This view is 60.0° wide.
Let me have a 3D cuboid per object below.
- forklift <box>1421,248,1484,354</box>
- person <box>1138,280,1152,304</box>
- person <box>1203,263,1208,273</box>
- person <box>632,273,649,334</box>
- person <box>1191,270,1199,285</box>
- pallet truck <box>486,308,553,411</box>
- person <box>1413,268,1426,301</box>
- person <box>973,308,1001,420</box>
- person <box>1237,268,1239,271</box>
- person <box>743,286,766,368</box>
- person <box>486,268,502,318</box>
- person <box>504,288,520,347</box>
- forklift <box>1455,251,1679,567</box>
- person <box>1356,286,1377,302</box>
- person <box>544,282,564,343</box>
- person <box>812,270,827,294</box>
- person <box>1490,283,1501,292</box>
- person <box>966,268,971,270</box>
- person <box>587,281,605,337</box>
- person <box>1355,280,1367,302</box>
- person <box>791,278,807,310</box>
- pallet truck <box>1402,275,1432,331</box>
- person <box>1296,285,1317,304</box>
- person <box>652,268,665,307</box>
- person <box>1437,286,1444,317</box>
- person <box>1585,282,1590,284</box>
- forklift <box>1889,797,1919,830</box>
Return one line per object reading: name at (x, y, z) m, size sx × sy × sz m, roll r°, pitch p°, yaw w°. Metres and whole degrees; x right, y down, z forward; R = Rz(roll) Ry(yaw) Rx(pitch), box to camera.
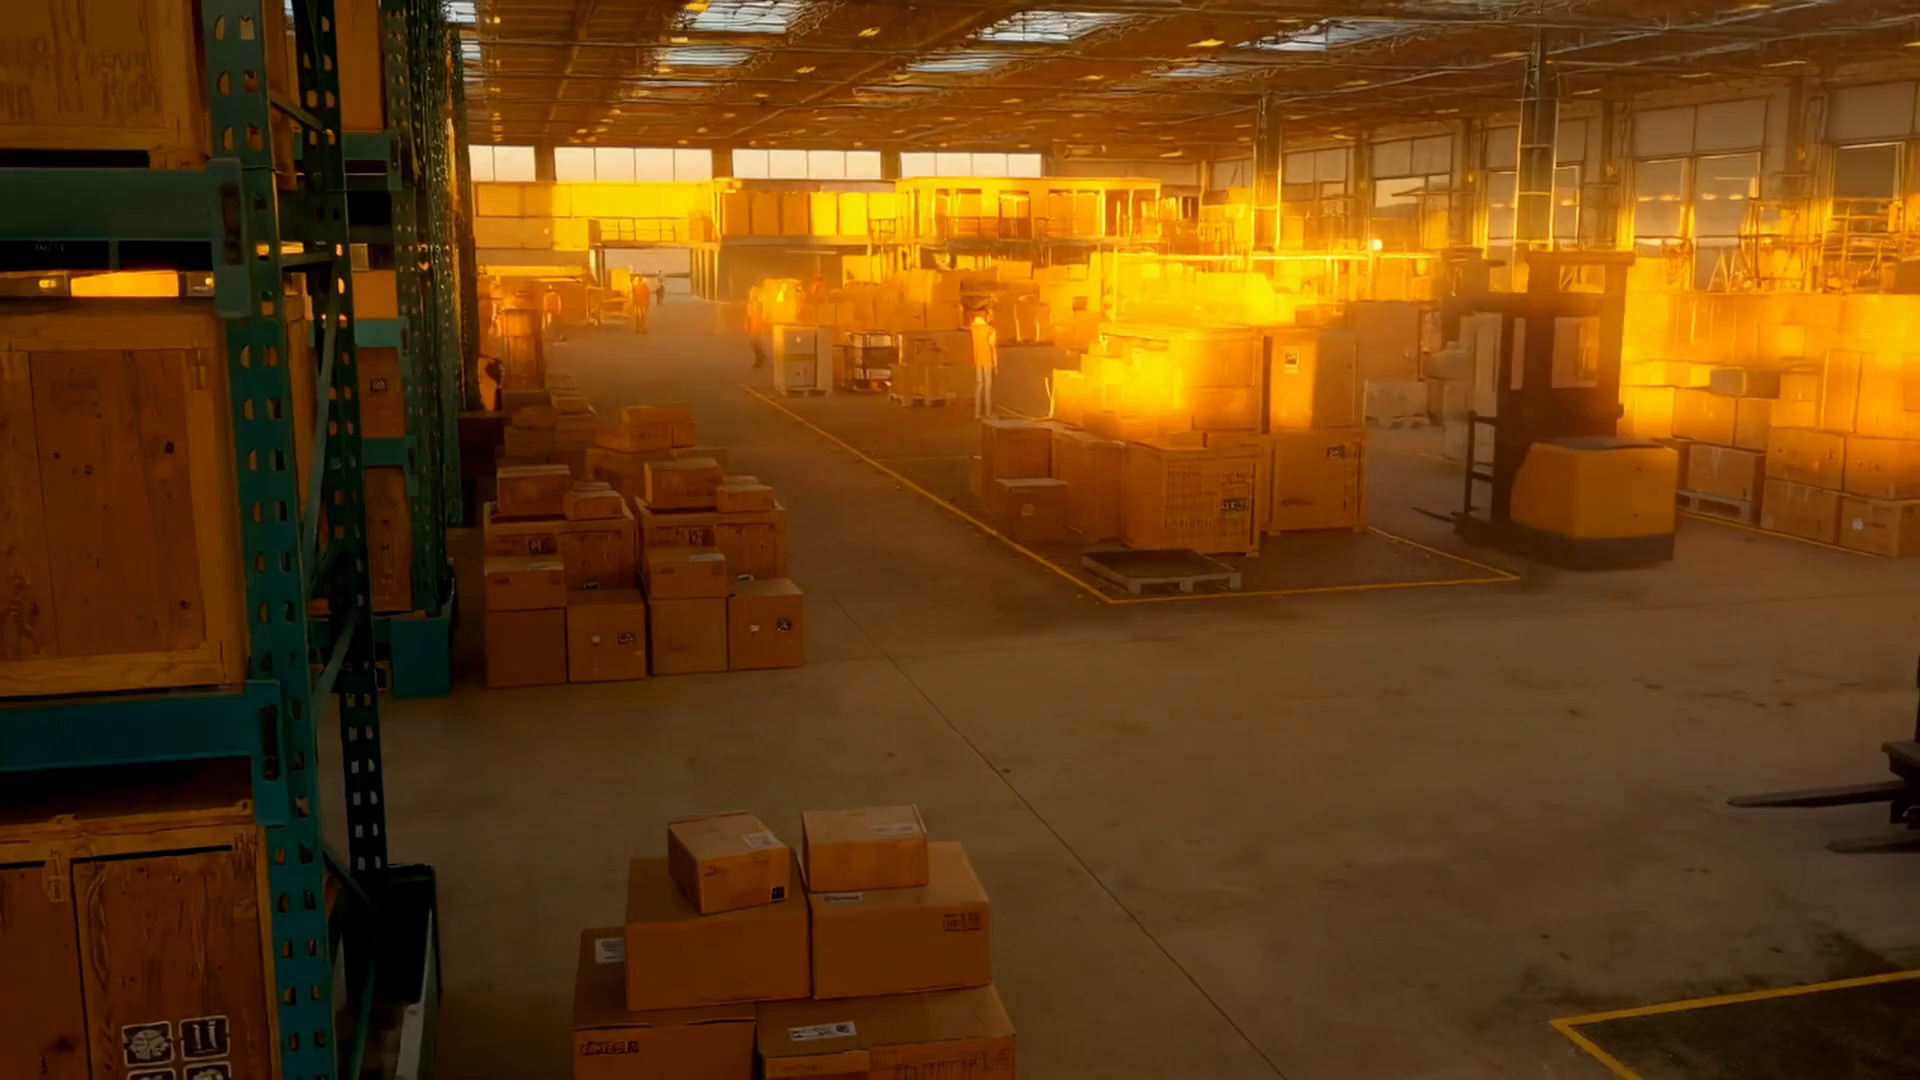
forklift at (12.236, -5.730, 40.622) m, size 1.129 × 2.768 × 1.873 m, roll -3°, pitch 10°, yaw -15°
person at (5.715, -7.202, 51.947) m, size 0.529 × 1.831 × 0.910 m, roll 5°, pitch 11°, yaw 26°
person at (14.325, -15.363, 97.795) m, size 0.630 × 1.964 × 0.802 m, roll -1°, pitch 10°, yaw -6°
person at (-10.524, -7.801, 54.852) m, size 0.377 × 1.995 × 0.608 m, roll 9°, pitch 14°, yaw 43°
person at (9.274, -9.647, 65.468) m, size 0.372 × 1.940 × 0.631 m, roll 7°, pitch 12°, yaw 33°
pallet truck at (-6.242, -2.418, 24.362) m, size 0.823 × 1.965 × 1.885 m, roll 1°, pitch 10°, yaw 3°
person at (21.109, -11.553, 76.394) m, size 0.649 × 1.888 × 1.029 m, roll -1°, pitch 10°, yaw -3°
person at (0.431, -2.910, 27.532) m, size 0.521 × 1.865 × 0.328 m, roll 9°, pitch 14°, yaw 43°
person at (14.093, -12.830, 83.902) m, size 0.631 × 1.802 × 0.940 m, roll 7°, pitch 12°, yaw 34°
person at (-4.846, -5.021, 39.272) m, size 0.474 × 1.942 × 0.604 m, roll 2°, pitch 10°, yaw 13°
person at (-18.578, -9.838, 66.299) m, size 0.614 × 2.023 × 0.411 m, roll 4°, pitch 11°, yaw 23°
person at (-12.831, -6.396, 47.801) m, size 0.536 × 1.677 × 0.579 m, roll 3°, pitch 10°, yaw 17°
forklift at (5.659, -1.272, 15.374) m, size 1.129 × 2.768 × 1.873 m, roll -3°, pitch 10°, yaw -16°
person at (9.799, -5.169, 40.165) m, size 0.371 × 1.916 × 0.597 m, roll -9°, pitch 14°, yaw -43°
person at (-12.134, -6.792, 49.637) m, size 0.604 × 1.819 × 0.551 m, roll 3°, pitch 11°, yaw 18°
person at (-4.904, -8.446, 58.377) m, size 0.539 × 2.000 × 0.689 m, roll -4°, pitch 11°, yaw -22°
person at (15.769, -6.692, 49.100) m, size 0.622 × 1.811 × 0.801 m, roll 2°, pitch 10°, yaw 11°
person at (0.364, -11.148, 74.058) m, size 0.550 × 1.905 × 0.901 m, roll 9°, pitch 14°, yaw 42°
person at (-11.581, -7.330, 52.834) m, size 0.526 × 1.768 × 0.330 m, roll 4°, pitch 11°, yaw 19°
person at (11.739, -6.672, 48.769) m, size 0.645 × 1.896 × 1.005 m, roll -9°, pitch 13°, yaw -41°
person at (-4.745, -6.814, 49.454) m, size 0.566 × 1.926 × 0.400 m, roll 5°, pitch 11°, yaw 28°
pallet truck at (14.620, -7.324, 52.145) m, size 0.823 × 1.965 × 1.885 m, roll 8°, pitch 13°, yaw 40°
person at (9.419, -6.009, 45.200) m, size 0.572 × 1.843 × 1.099 m, roll 4°, pitch 11°, yaw 20°
person at (-14.349, -12.027, 79.275) m, size 0.593 × 1.831 × 1.020 m, roll -3°, pitch 10°, yaw -16°
person at (14.569, -6.821, 50.173) m, size 0.322 × 1.690 × 0.533 m, roll -3°, pitch 10°, yaw -17°
person at (20.026, -7.364, 53.136) m, size 0.701 × 1.716 × 0.518 m, roll -5°, pitch 11°, yaw -26°
forklift at (5.626, 0.088, 7.673) m, size 1.873 × 2.768 × 1.129 m, roll -3°, pitch 10°, yaw -15°
